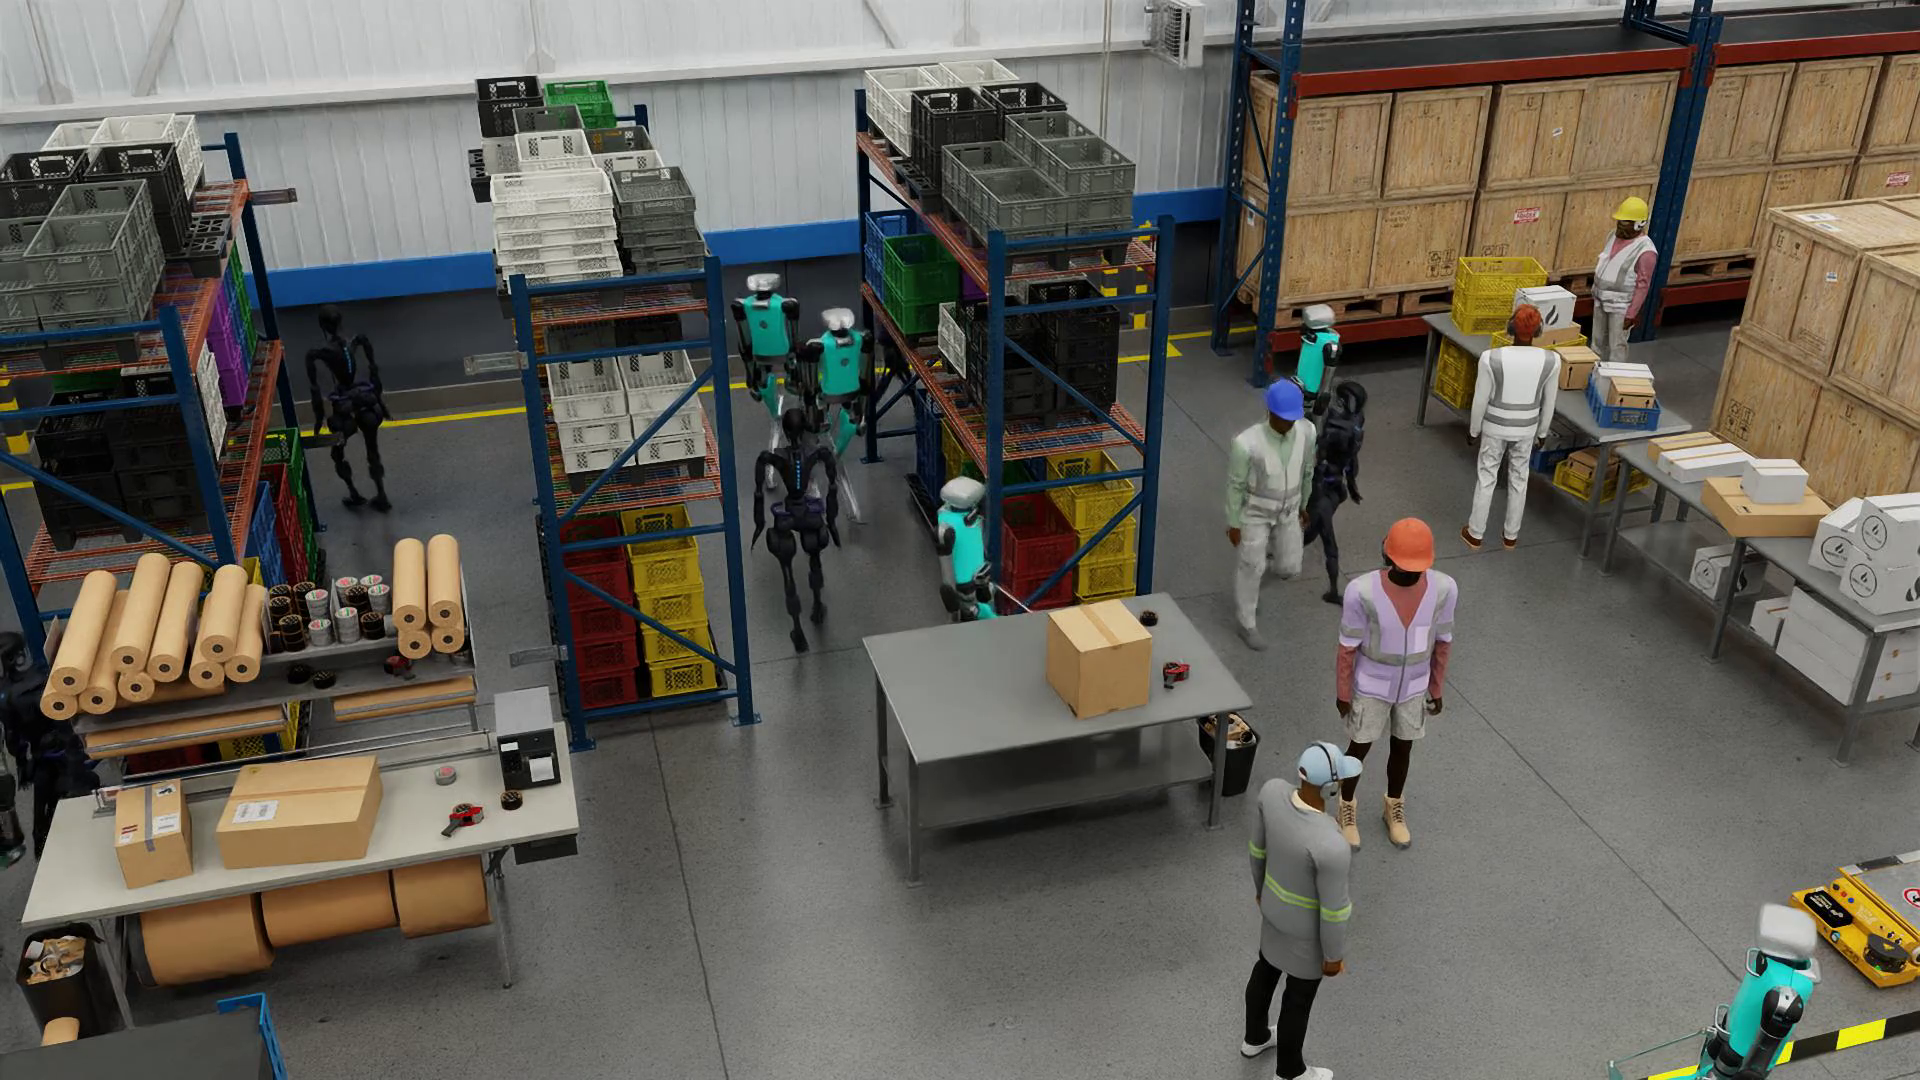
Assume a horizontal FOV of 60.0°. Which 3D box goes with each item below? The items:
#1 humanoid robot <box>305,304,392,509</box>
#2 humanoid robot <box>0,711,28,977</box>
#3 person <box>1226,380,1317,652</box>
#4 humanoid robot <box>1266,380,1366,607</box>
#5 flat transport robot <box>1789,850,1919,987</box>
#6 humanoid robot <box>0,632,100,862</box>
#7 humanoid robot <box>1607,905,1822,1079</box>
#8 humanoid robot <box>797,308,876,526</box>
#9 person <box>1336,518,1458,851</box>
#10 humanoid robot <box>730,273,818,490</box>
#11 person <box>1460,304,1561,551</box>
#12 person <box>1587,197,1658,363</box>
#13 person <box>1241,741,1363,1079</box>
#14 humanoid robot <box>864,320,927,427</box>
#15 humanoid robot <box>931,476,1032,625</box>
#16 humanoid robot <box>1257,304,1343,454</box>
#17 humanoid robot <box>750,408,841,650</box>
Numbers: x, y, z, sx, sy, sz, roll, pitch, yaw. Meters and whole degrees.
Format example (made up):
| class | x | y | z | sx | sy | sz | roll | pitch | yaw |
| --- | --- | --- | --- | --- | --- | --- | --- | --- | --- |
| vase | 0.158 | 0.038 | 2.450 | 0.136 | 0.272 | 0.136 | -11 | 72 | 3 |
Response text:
| class | x | y | z | sx | sy | sz | roll | pitch | yaw |
| --- | --- | --- | --- | --- | --- | --- | --- | --- | --- |
| humanoid robot | -4.583 | -0.996 | 12.491 | 0.343 | 1.650 | 0.593 | 25 | 37 | 37 |
| humanoid robot | -4.823 | 1.477 | 7.961 | 0.534 | 1.808 | 0.668 | 10 | 30 | 18 |
| person | 1.998 | -0.183 | 10.774 | 0.632 | 1.924 | 0.542 | -11 | 31 | -19 |
| humanoid robot | 2.496 | -0.359 | 11.428 | 0.798 | 1.643 | 0.596 | 22 | 36 | 35 |
| flat transport robot | 5.163 | 1.916 | 8.676 | 1.431 | 0.231 | 0.659 | -8 | 30 | -14 |
| humanoid robot | -4.671 | 1.175 | 8.613 | 0.610 | 1.650 | 0.650 | 15 | 32 | 25 |
| humanoid robot | 2.889 | 2.105 | 6.665 | 0.735 | 1.679 | 0.533 | 13 | 31 | 22 |
| humanoid robot | -0.987 | -0.980 | 12.459 | 0.542 | 1.749 | 1.036 | -14 | 32 | -23 |
| person | 2.308 | 0.783 | 8.912 | 0.599 | 2.036 | 0.391 | -2 | 29 | -3 |
| humanoid robot | -1.396 | -1.315 | 13.054 | 0.580 | 1.783 | 0.890 | 6 | 29 | 10 |
| person | 3.932 | -0.790 | 11.925 | 0.574 | 1.882 | 0.356 | 2 | 29 | 4 |
| person | 5.608 | -2.043 | 14.255 | 0.404 | 1.833 | 0.589 | -9 | 30 | -15 |
| person | 1.545 | 1.674 | 7.471 | 0.393 | 1.850 | 0.598 | -13 | 32 | -23 |
| humanoid robot | -0.524 | -1.652 | 13.771 | 0.794 | 1.631 | 0.613 | 0 | 29 | 1 |
| humanoid robot | 0.254 | 0.500 | 9.794 | 1.036 | 1.771 | 0.558 | 12 | 31 | 21 |
| humanoid robot | 2.338 | -0.873 | 12.120 | 0.737 | 1.693 | 0.535 | -5 | 29 | -10 |
| humanoid robot | -1.091 | -0.112 | 10.913 | 0.598 | 1.644 | 0.602 | -8 | 30 | -14 |
